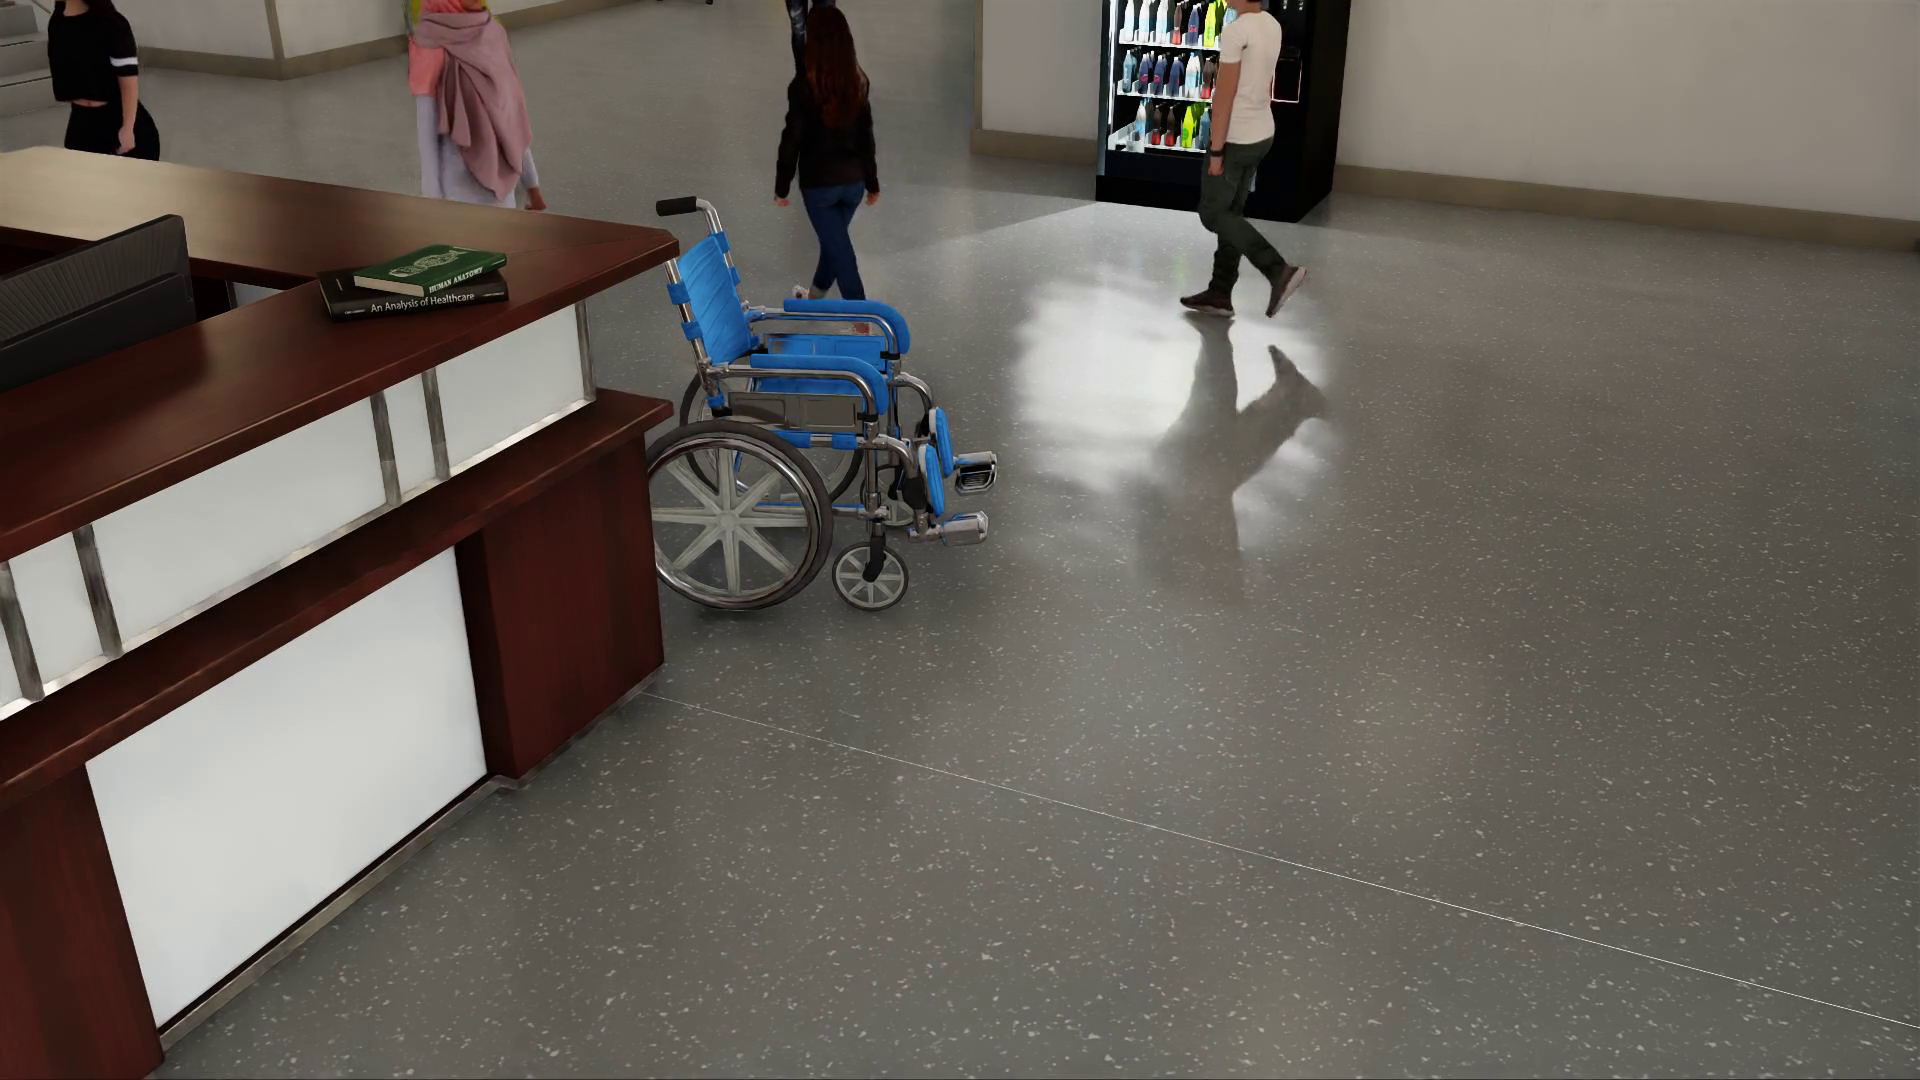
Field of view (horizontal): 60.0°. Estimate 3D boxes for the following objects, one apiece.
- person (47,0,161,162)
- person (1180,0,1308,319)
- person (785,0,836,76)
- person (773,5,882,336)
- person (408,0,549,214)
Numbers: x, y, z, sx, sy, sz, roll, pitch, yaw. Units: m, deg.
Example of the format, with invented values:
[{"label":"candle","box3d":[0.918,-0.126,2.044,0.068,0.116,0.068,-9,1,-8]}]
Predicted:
[{"label":"person","box3d":[-3.956,-1.944,7.878,1.093,1.593,0.867,4,26,9]},{"label":"person","box3d":[1.318,-1.757,7.439,0.955,1.639,0.706,20,32,35]},{"label":"person","box3d":[-1.129,-4.165,12.140,0.824,1.892,0.918,-4,26,-8]},{"label":"person","box3d":[-0.511,-1.506,7.147,0.839,1.440,1.038,-20,32,-35]},{"label":"person","box3d":[-1.928,-1.353,6.420,0.622,1.795,0.655,11,28,21]}]
